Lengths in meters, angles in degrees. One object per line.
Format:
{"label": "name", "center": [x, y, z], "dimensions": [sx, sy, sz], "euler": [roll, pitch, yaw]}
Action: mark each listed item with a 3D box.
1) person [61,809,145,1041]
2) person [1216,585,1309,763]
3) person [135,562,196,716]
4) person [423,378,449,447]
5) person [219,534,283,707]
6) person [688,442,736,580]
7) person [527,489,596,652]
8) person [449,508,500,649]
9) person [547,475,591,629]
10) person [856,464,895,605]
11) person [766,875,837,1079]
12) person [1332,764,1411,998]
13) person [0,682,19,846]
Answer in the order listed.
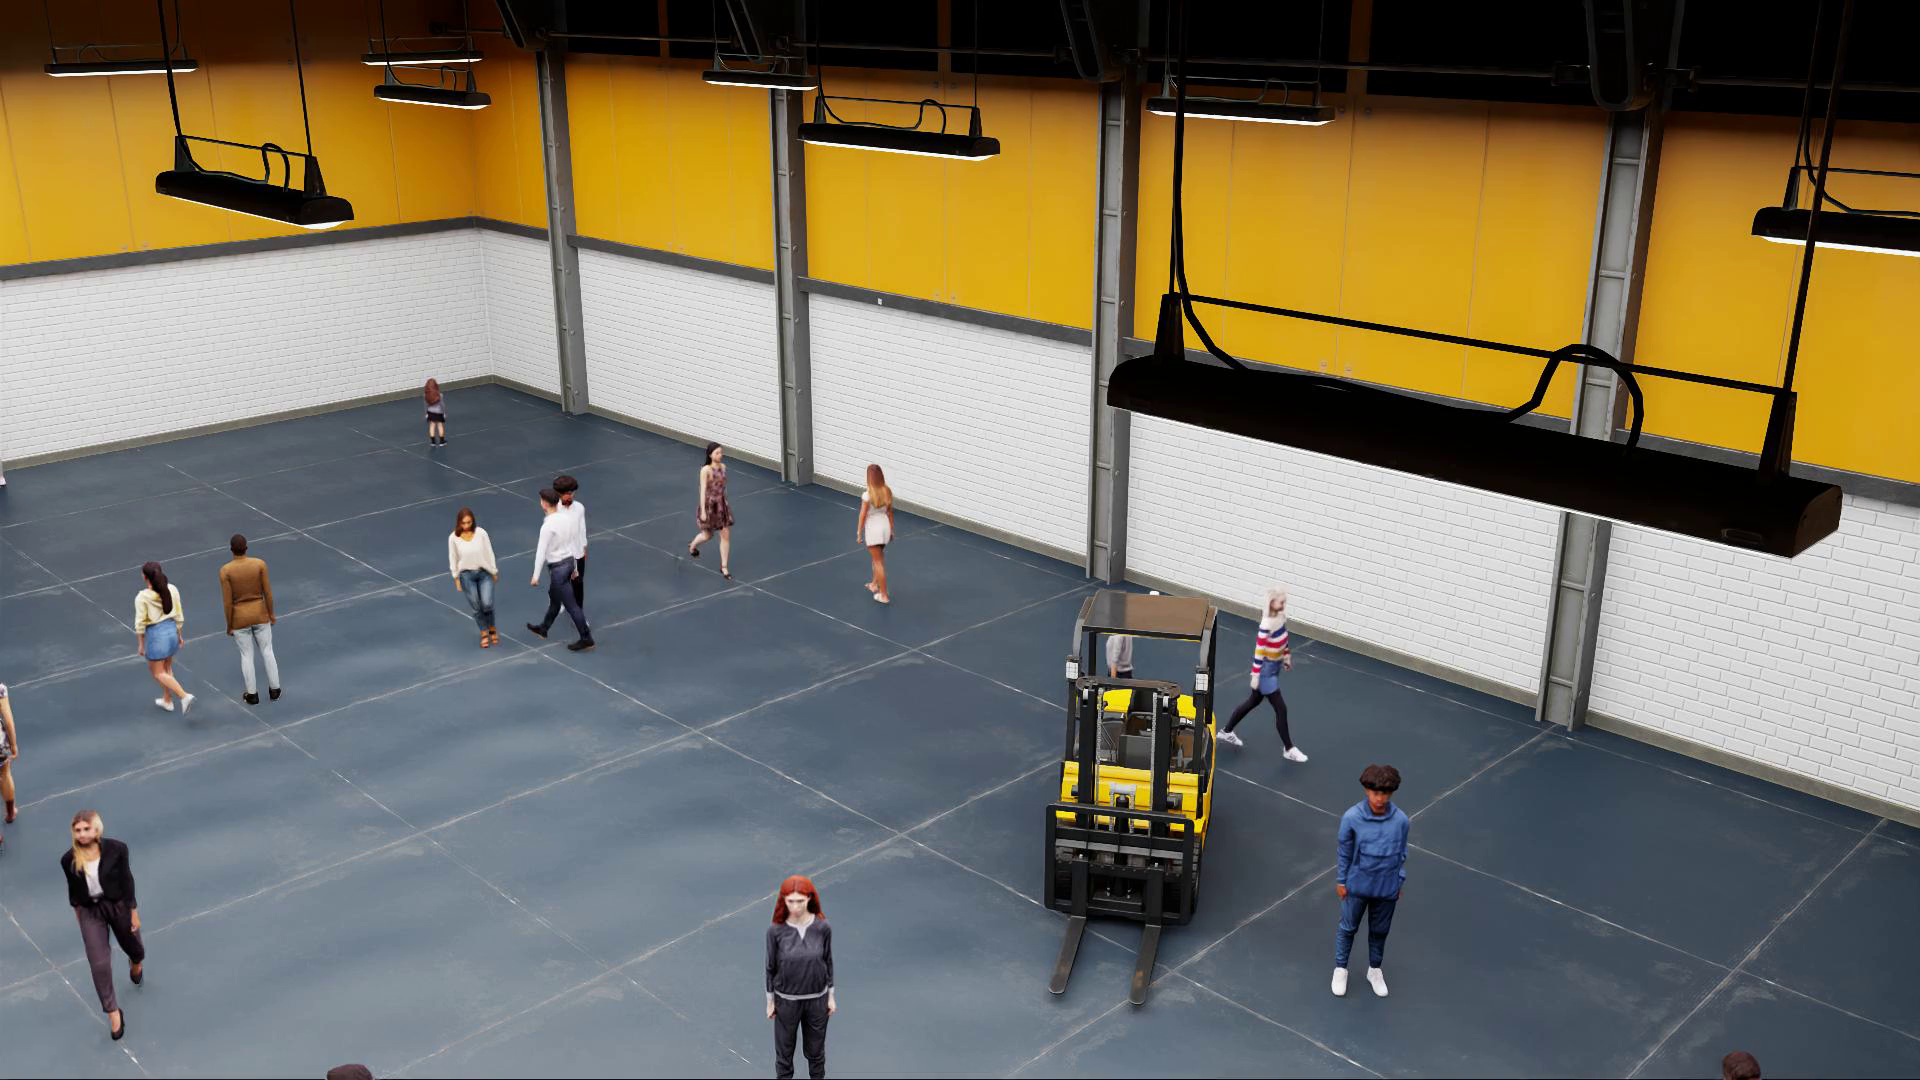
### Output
{"label": "person", "center": [-6.019, 2.645, 11.798], "dimensions": [0.841, 1.642, 1.103], "euler": [-8, 20, -22]}
{"label": "person", "center": [2.831, 1.249, 15.758], "dimensions": [1.231, 1.760, 0.944], "euler": [9, 21, 25]}
{"label": "person", "center": [-7.976, 1.015, 16.674], "dimensions": [1.030, 1.619, 0.797], "euler": [11, 21, 29]}
{"label": "person", "center": [-8.399, -2.055, 26.593], "dimensions": [0.532, 1.106, 0.590], "euler": [0, 19, -1]}
{"label": "person", "center": [-7.255, 0.801, 17.002], "dimensions": [0.683, 1.816, 0.613], "euler": [-11, 22, -31]}
{"label": "person", "center": [-3.090, -0.369, 20.578], "dimensions": [1.000, 1.751, 0.697], "euler": [12, 22, 31]}
{"label": "person", "center": [-4.306, 0.356, 18.295], "dimensions": [1.246, 1.834, 0.975], "euler": [6, 20, 18]}
{"label": "person", "center": [-5.378, 0.384, 18.487], "dimensions": [0.753, 1.657, 0.777], "euler": [-5, 19, -14]}
{"label": "person", "center": [-4.538, 0.116, 19.078], "dimensions": [0.750, 1.788, 1.003], "euler": [-12, 22, -31]}
{"label": "person", "center": [-0.929, -0.059, 19.765], "dimensions": [0.637, 1.681, 0.818], "euler": [-16, 24, -39]}
{"label": "person", "center": [-1.019, 2.947, 10.685], "dimensions": [0.655, 1.779, 0.681], "euler": [-3, 19, -8]}
{"label": "person", "center": [2.987, 2.458, 12.091], "dimensions": [0.737, 1.808, 0.804], "euler": [0, 19, 1]}
{"label": "person", "center": [-8.317, 1.810, 14.189], "dimensions": [0.808, 1.698, 1.166], "euler": [-10, 21, -28]}
